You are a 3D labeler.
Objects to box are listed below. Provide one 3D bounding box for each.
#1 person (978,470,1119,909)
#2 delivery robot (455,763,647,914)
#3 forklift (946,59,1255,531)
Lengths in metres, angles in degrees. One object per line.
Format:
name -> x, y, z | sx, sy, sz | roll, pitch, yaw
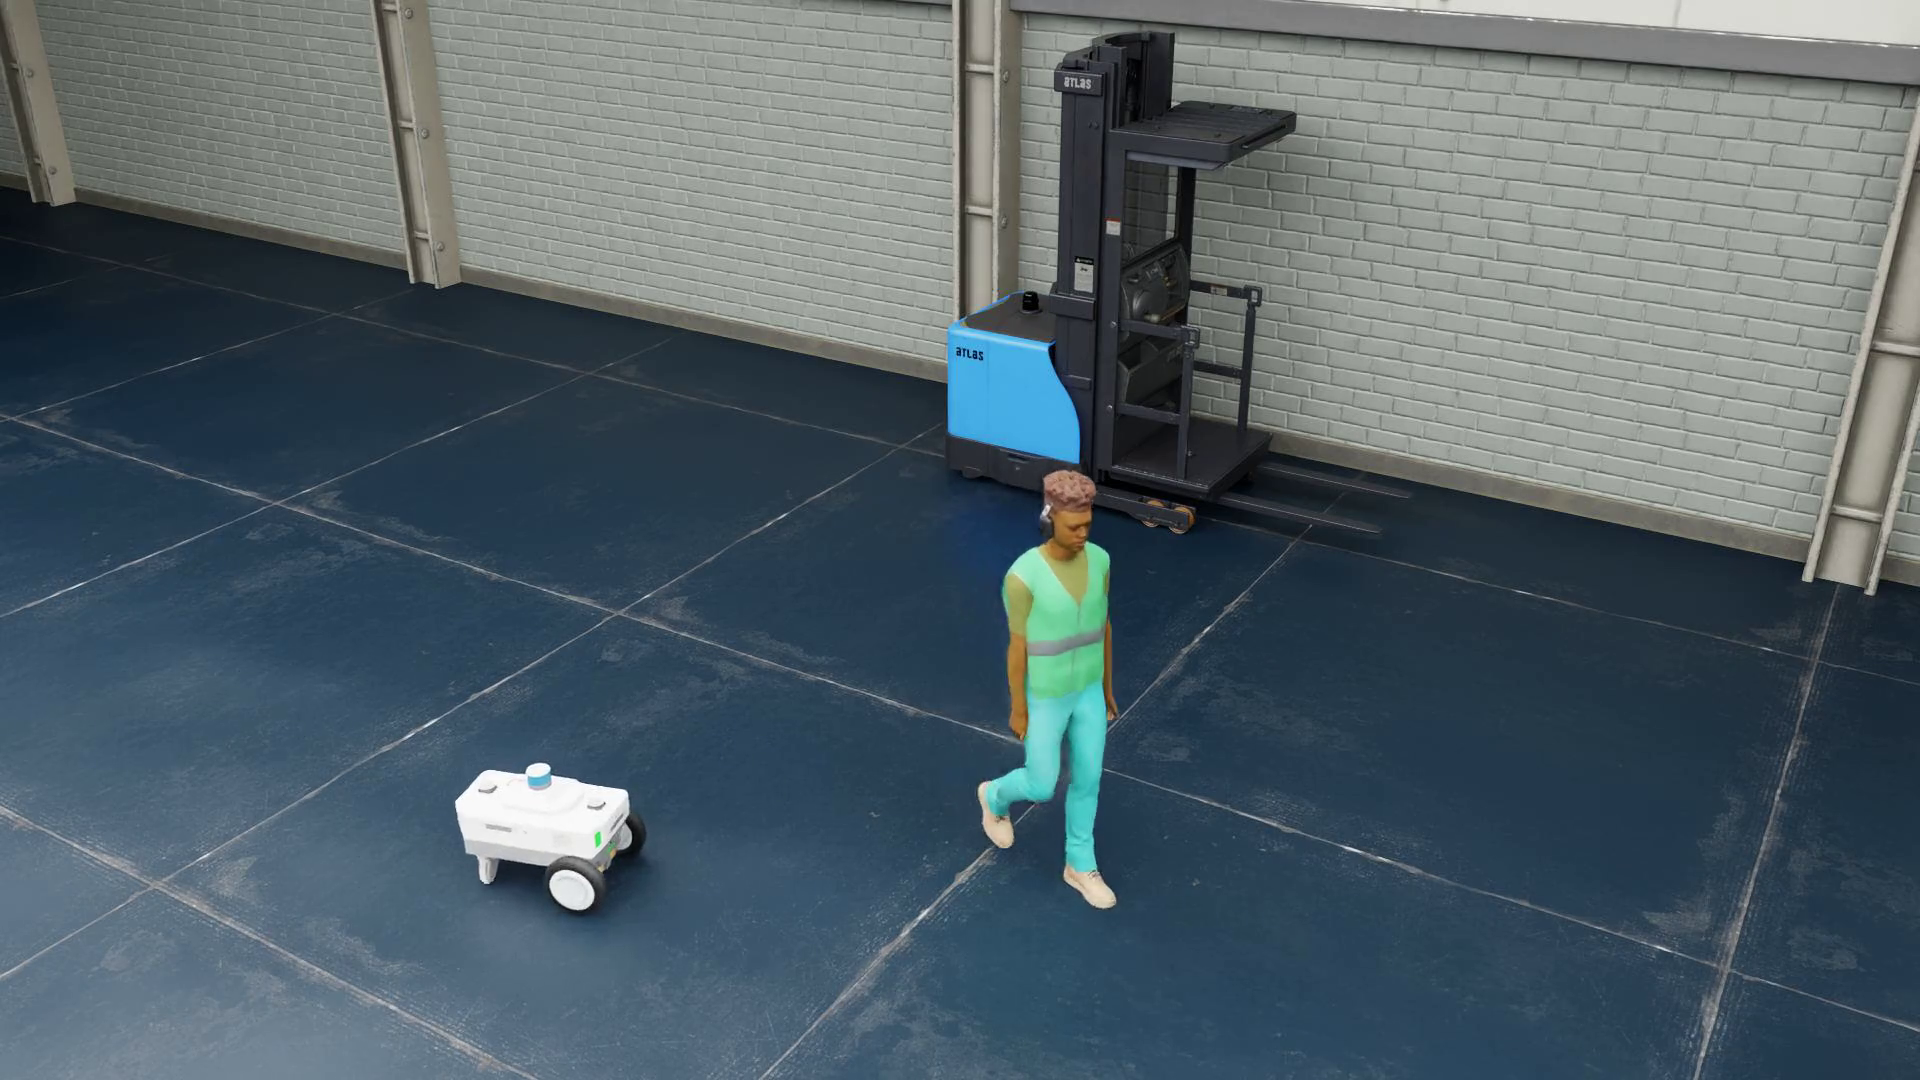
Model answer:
person -> 0.402, 0.604, 7.003 | 0.496, 1.959, 0.687 | -15, 29, -29
delivery robot -> -1.776, 1.261, 7.276 | 0.783, 0.612, 0.523 | 6, 26, 13
forklift -> 0.933, -1.707, 10.833 | 1.873, 2.768, 1.129 | 15, 29, 28
